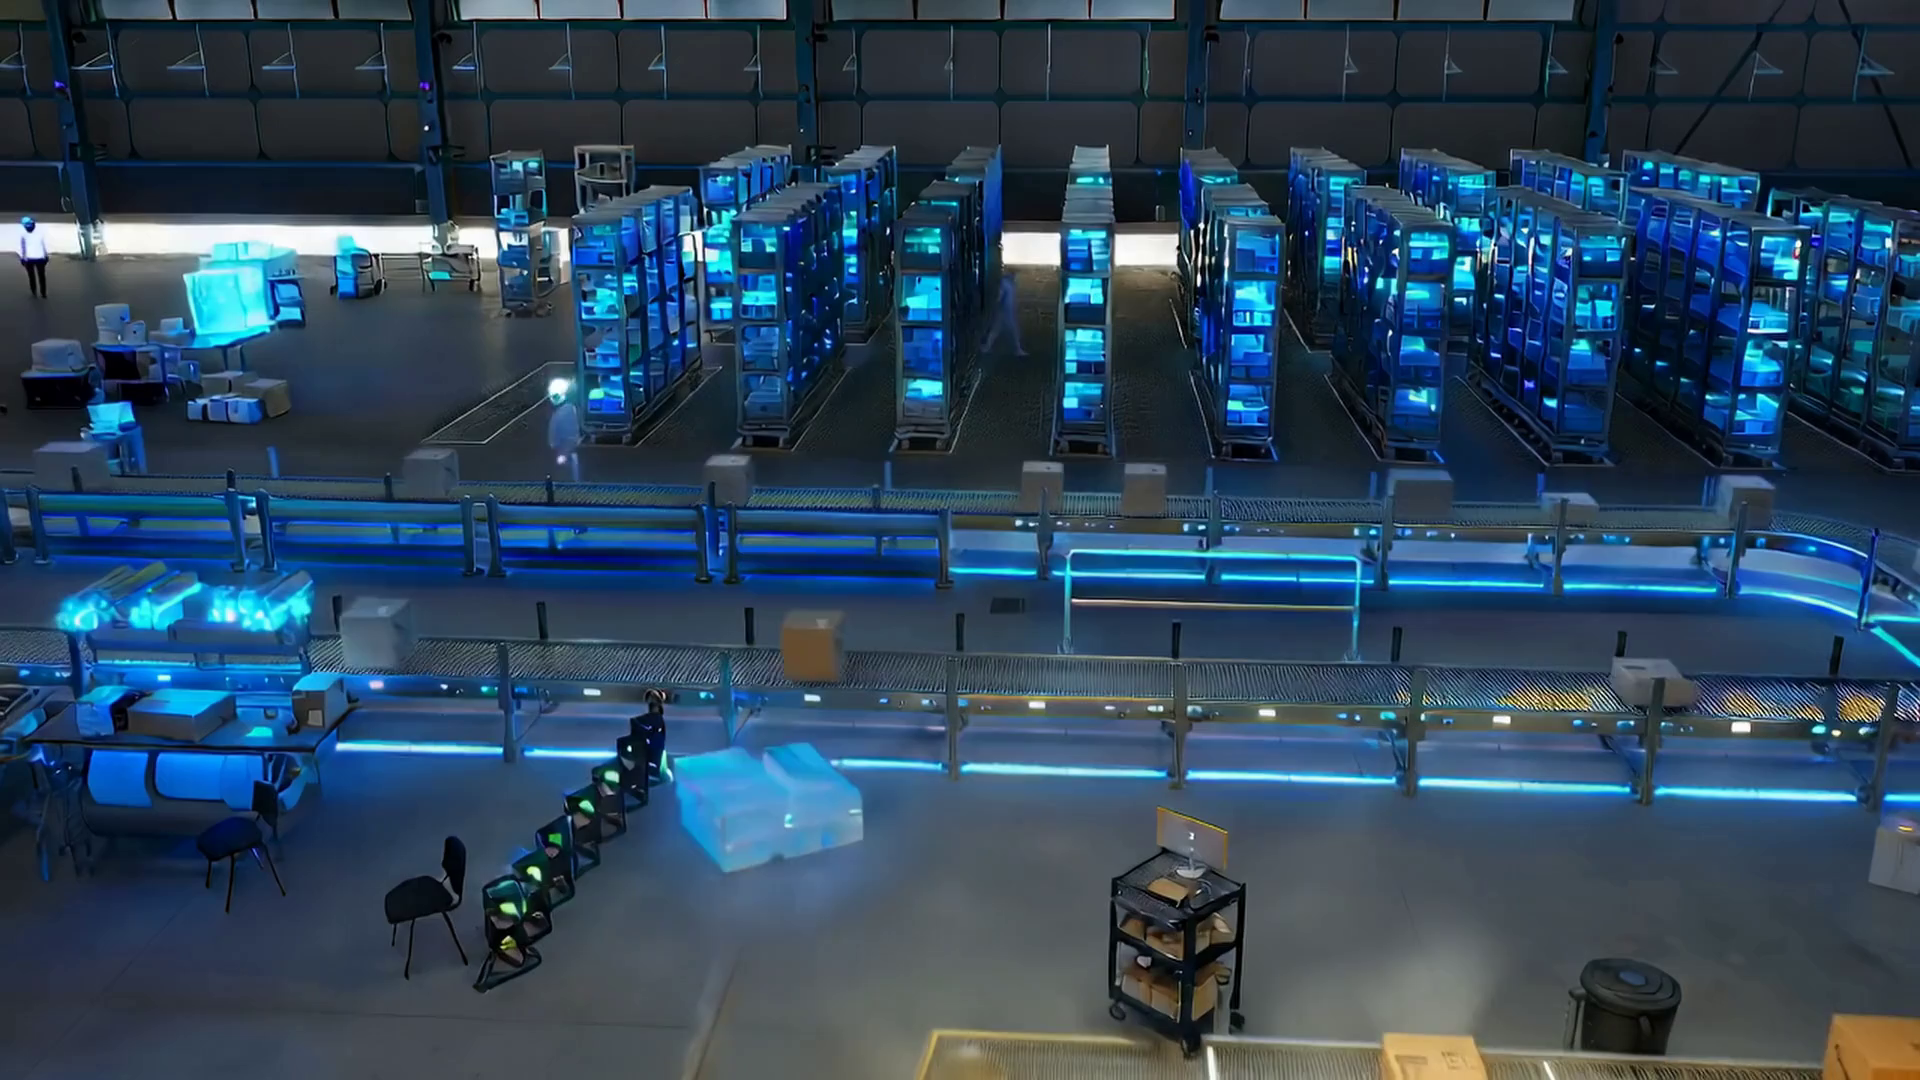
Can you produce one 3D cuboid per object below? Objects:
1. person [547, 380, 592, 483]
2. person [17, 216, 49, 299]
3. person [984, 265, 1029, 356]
[{"bbox_3d":[-5.371,-1.310,22.787,0.910,1.795,0.604,-4,18,-12],"label":"person"},{"bbox_3d":[-22.171,-6.773,39.818,0.637,1.972,0.559,-11,20,-30],"label":"person"},{"bbox_3d":[0.910,-4.594,33.190,0.935,1.809,0.586,4,18,14],"label":"person"}]
